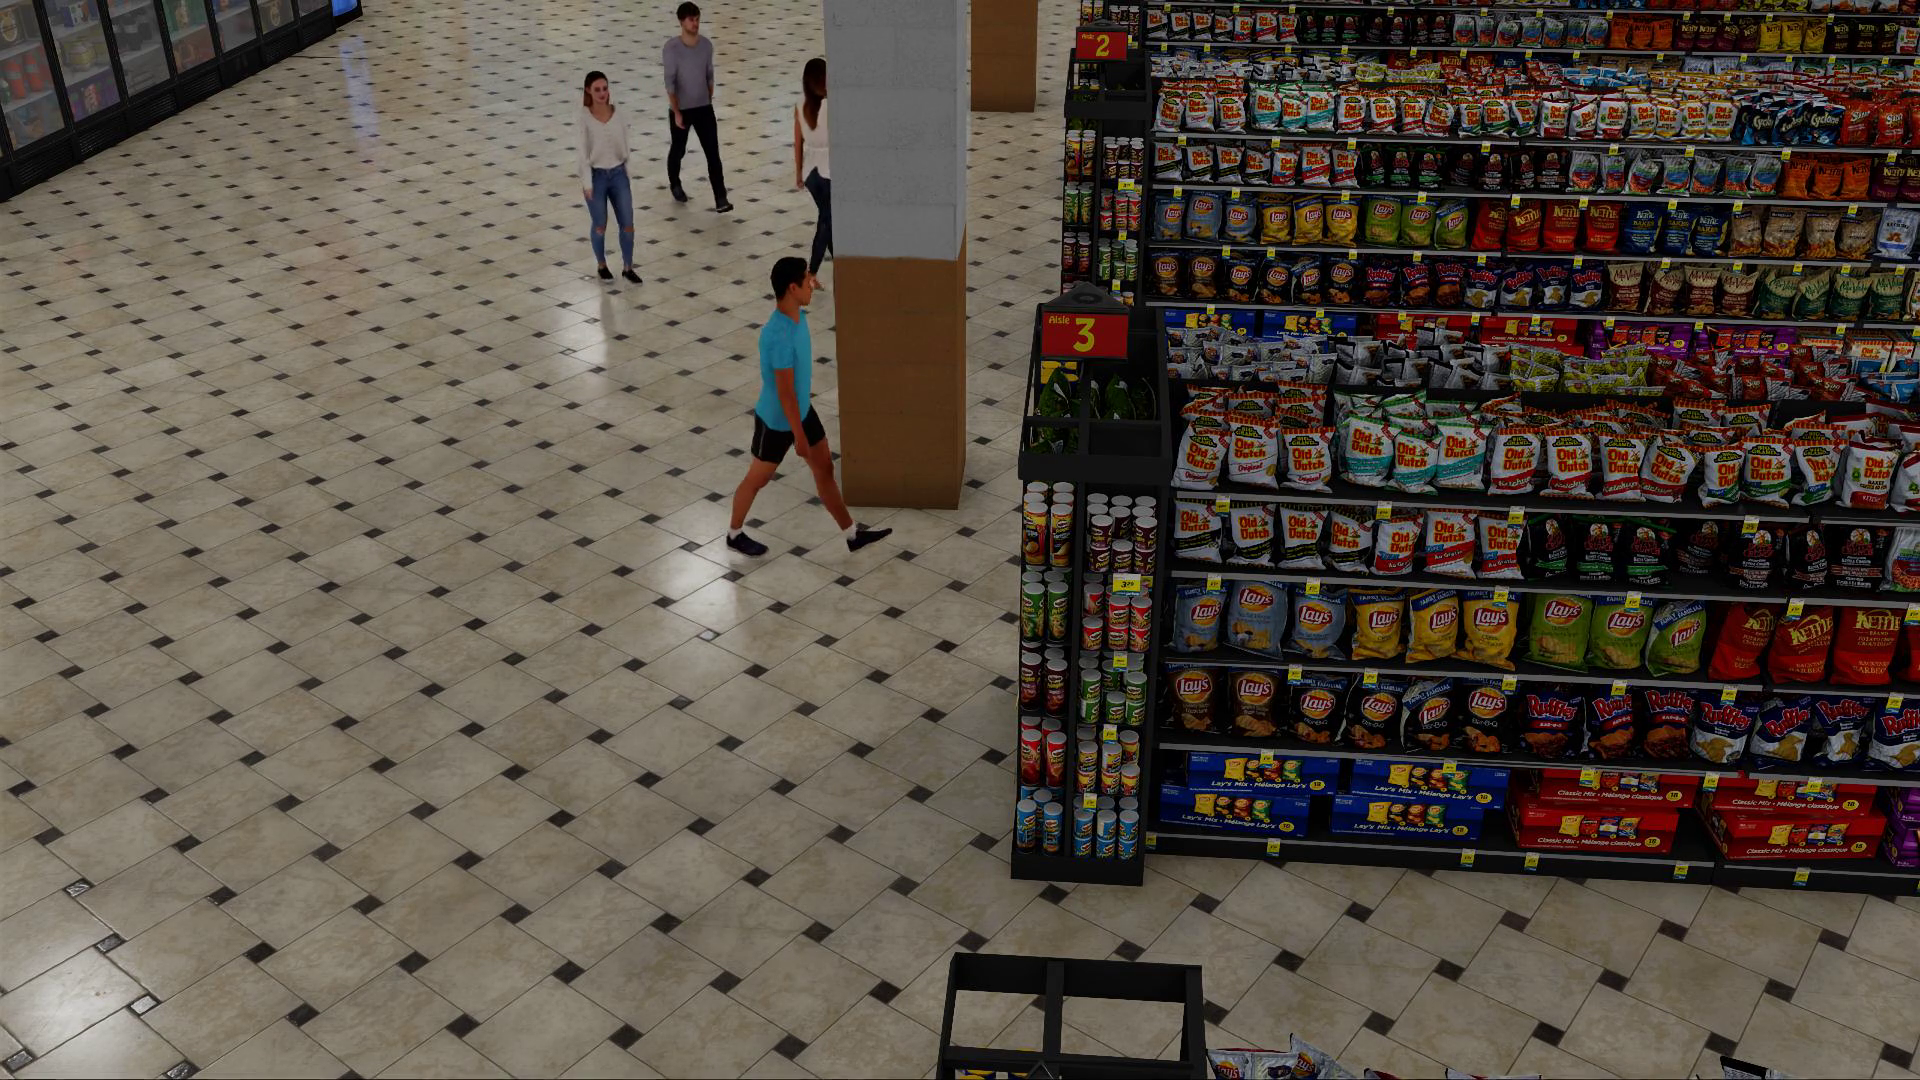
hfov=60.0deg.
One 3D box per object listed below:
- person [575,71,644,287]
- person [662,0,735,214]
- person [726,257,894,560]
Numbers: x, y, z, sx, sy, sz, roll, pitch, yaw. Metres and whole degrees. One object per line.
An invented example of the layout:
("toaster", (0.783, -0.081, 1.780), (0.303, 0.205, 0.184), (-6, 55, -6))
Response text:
("person", (-2.824, -2.832, 13.047), (0.843, 1.671, 0.894), (-15, 32, -25))
("person", (-2.430, -3.805, 14.708), (1.223, 1.788, 1.187), (-16, 33, -27))
("person", (-1.038, -0.648, 8.998), (1.203, 1.718, 0.765), (7, 29, 12))
